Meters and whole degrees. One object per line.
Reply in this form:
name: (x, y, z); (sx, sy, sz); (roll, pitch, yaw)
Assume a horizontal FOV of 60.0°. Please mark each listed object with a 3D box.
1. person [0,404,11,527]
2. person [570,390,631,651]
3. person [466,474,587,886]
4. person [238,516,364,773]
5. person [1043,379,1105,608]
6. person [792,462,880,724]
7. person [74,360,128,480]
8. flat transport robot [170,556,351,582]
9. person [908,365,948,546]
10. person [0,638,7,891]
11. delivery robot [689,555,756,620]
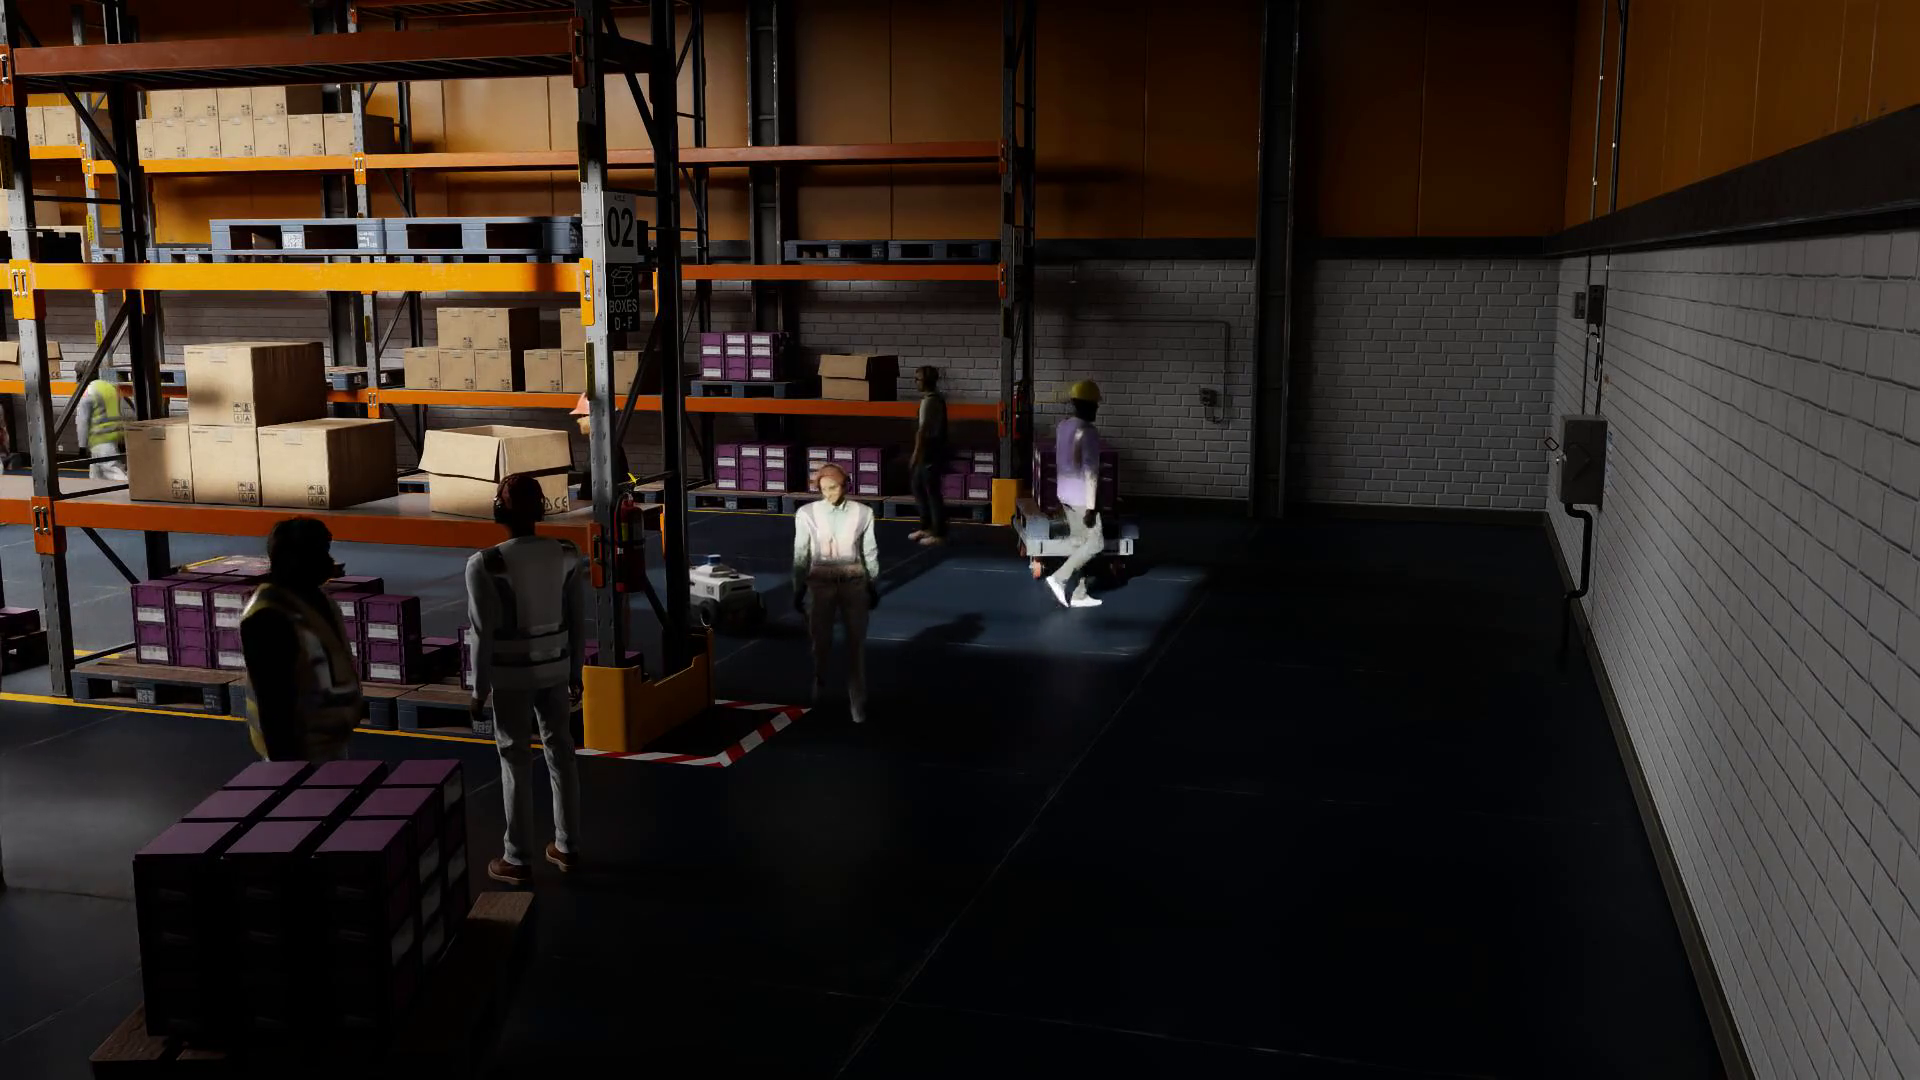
person: (-10.516, -0.926, 17.916); (0.526, 1.595, 0.771); (-6, 11, -32)
person: (-2.430, -0.038, 11.348); (0.391, 1.995, 0.613); (-1, 9, -6)
person: (-1.971, 0.635, 7.596); (0.576, 1.880, 0.355); (-8, 13, -42)
person: (-2.629, 0.811, 6.692); (0.447, 1.846, 0.634); (-1, 9, -3)
person: (0.939, -0.360, 13.577); (0.536, 1.913, 0.588); (-5, 11, -27)
person: (-0.768, 0.306, 10.362); (0.557, 1.624, 0.482); (-1, 9, -8)
person: (-9.505, -1.115, 18.554); (0.918, 1.798, 0.647); (0, 9, 1)
flat transport robot: (-6.151, 0.298, 14.539); (1.431, 0.197, 0.652); (2, 10, 14)
person: (-0.377, -0.845, 16.782); (0.612, 1.827, 0.529); (2, 9, 11)
person: (-4.502, 0.682, 7.436); (0.404, 1.835, 0.600); (-5, 11, -29)
delivery robot: (-1.917, 0.358, 13.024); (0.477, 0.478, 0.707); (-8, 13, -42)
